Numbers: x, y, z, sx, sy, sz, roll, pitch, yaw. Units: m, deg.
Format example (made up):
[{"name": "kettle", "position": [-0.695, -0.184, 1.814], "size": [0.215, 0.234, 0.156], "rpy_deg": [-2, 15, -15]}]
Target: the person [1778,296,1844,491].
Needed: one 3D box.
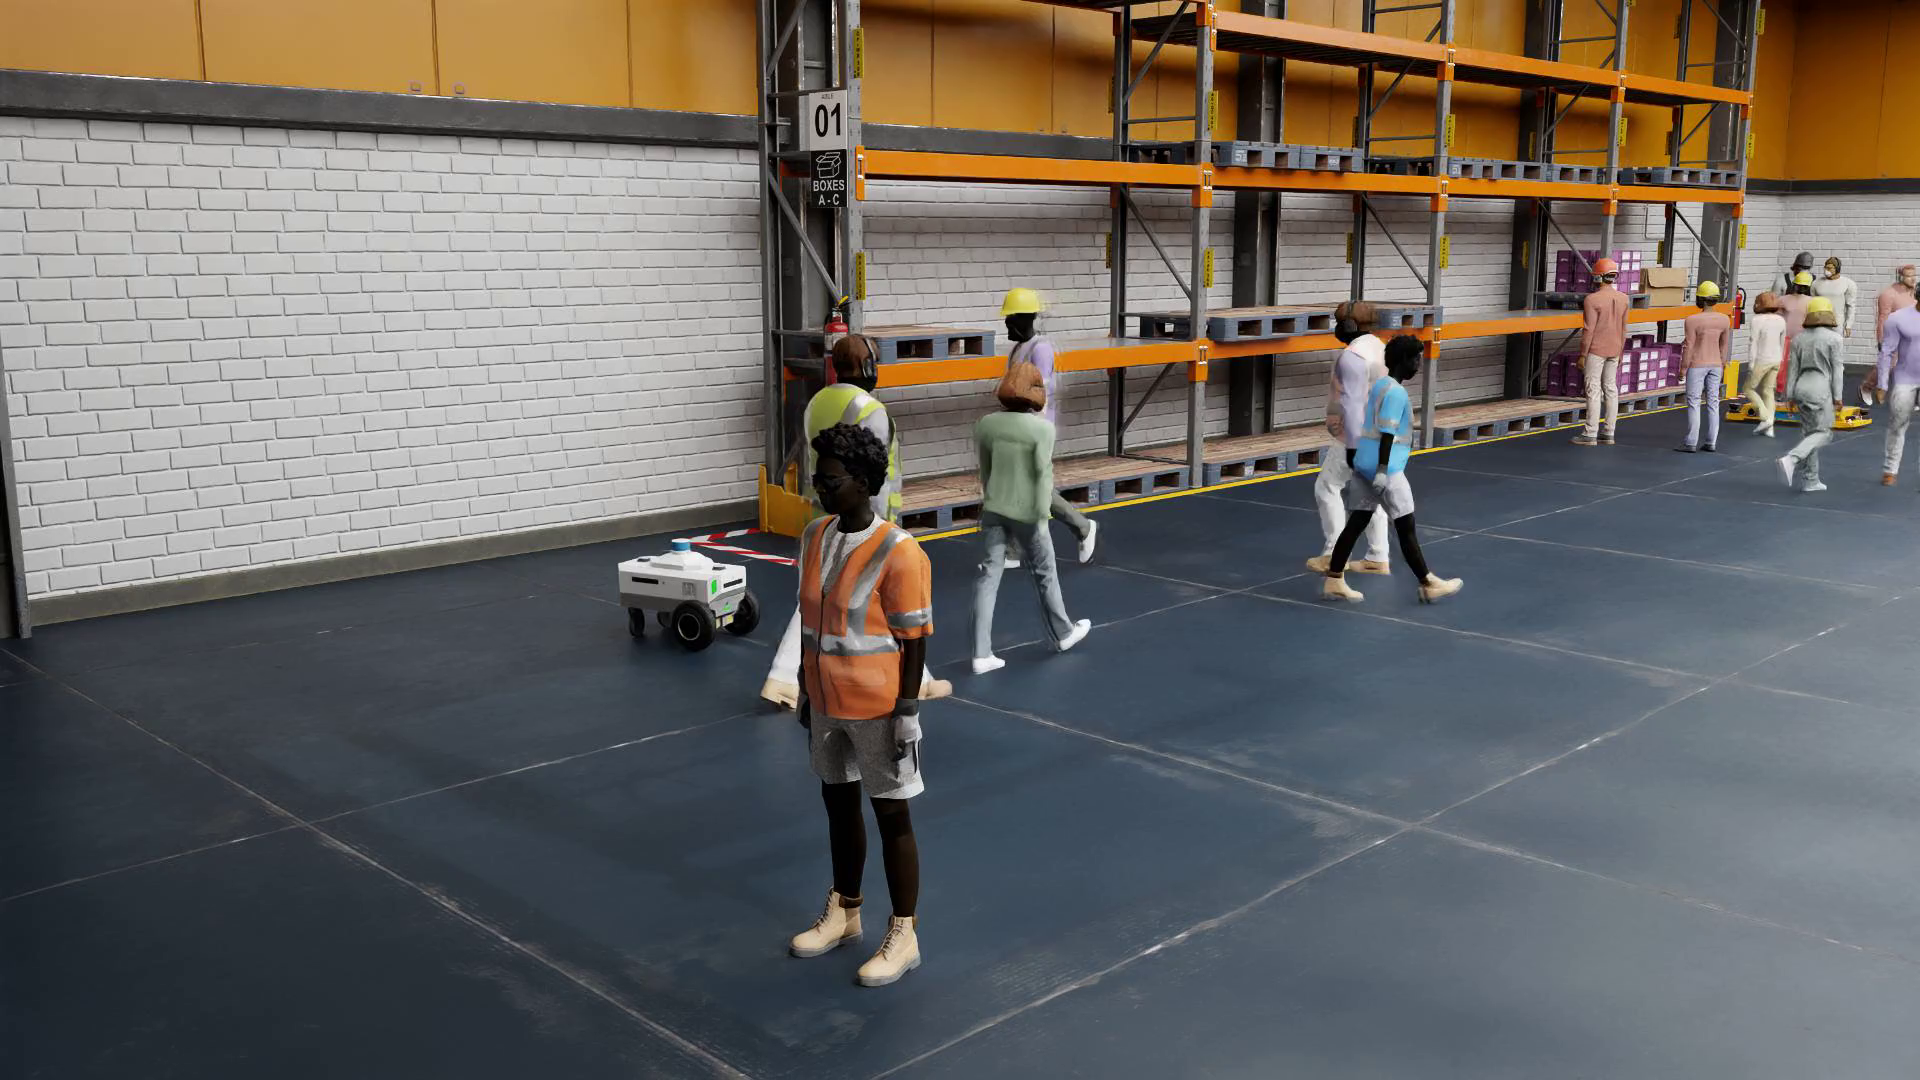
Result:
[{"name": "person", "position": [7.395, -1.264, 14.505], "size": [0.605, 1.715, 0.498], "rpy_deg": [-5, 11, -23]}]

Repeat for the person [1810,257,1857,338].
[{"name": "person", "position": [12.361, -3.050, 23.661], "size": [0.351, 1.934, 0.635], "rpy_deg": [-10, 15, -44]}]

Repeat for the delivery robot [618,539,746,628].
[{"name": "delivery robot", "position": [-1.551, 0.236, 9.254], "size": [0.707, 0.478, 0.477], "rpy_deg": [5, 12, 27]}]

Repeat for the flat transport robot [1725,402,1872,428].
[{"name": "flat transport robot", "position": [9.965, -1.504, 19.772], "size": [0.652, 0.197, 1.431], "rpy_deg": [-10, 14, -44]}]

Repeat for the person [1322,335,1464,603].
[{"name": "person", "position": [2.634, -0.420, 10.104], "size": [0.864, 1.633, 0.583], "rpy_deg": [0, 10, 1]}]

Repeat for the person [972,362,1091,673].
[{"name": "person", "position": [0.332, -0.132, 8.696], "size": [0.517, 1.578, 0.853], "rpy_deg": [7, 13, 35]}]

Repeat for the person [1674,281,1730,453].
[{"name": "person", "position": [7.670, -1.777, 17.187], "size": [0.530, 1.768, 0.312], "rpy_deg": [-3, 11, -14]}]

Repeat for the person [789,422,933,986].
[{"name": "person", "position": [-0.308, 0.489, 5.013], "size": [0.317, 1.695, 0.540], "rpy_deg": [-10, 15, -44]}]

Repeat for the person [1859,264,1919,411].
[{"name": "person", "position": [12.131, -2.632, 21.558], "size": [0.648, 1.875, 0.855], "rpy_deg": [-2, 11, -12]}]

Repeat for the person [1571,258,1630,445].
[{"name": "person", "position": [6.870, -2.011, 17.831], "size": [0.622, 1.994, 0.381], "rpy_deg": [-5, 12, -26]}]

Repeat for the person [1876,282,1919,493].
[{"name": "person", "position": [8.402, -1.359, 14.579], "size": [0.646, 1.884, 0.969], "rpy_deg": [5, 11, 24]}]

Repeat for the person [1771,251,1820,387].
[{"name": "person", "position": [12.111, -3.176, 24.060], "size": [0.702, 2.000, 0.542], "rpy_deg": [2, 11, 10]}]

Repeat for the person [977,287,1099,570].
[{"name": "person", "position": [0.518, -0.730, 11.106], "size": [0.754, 1.906, 0.605], "rpy_deg": [-4, 11, -20]}]

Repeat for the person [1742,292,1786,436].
[{"name": "person", "position": [8.981, -1.961, 18.589], "size": [0.532, 1.615, 0.337], "rpy_deg": [-4, 11, -23]}]

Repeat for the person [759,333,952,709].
[{"name": "person", "position": [-0.531, -0.075, 7.855], "size": [0.957, 1.795, 0.624], "rpy_deg": [-7, 13, -34]}]

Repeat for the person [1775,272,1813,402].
[{"name": "person", "position": [11.230, -2.722, 22.387], "size": [0.536, 1.735, 0.705], "rpy_deg": [4, 11, 21]}]

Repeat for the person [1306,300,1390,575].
[{"name": "person", "position": [2.564, -0.667, 10.986], "size": [0.642, 1.820, 0.667], "rpy_deg": [7, 12, 32]}]
